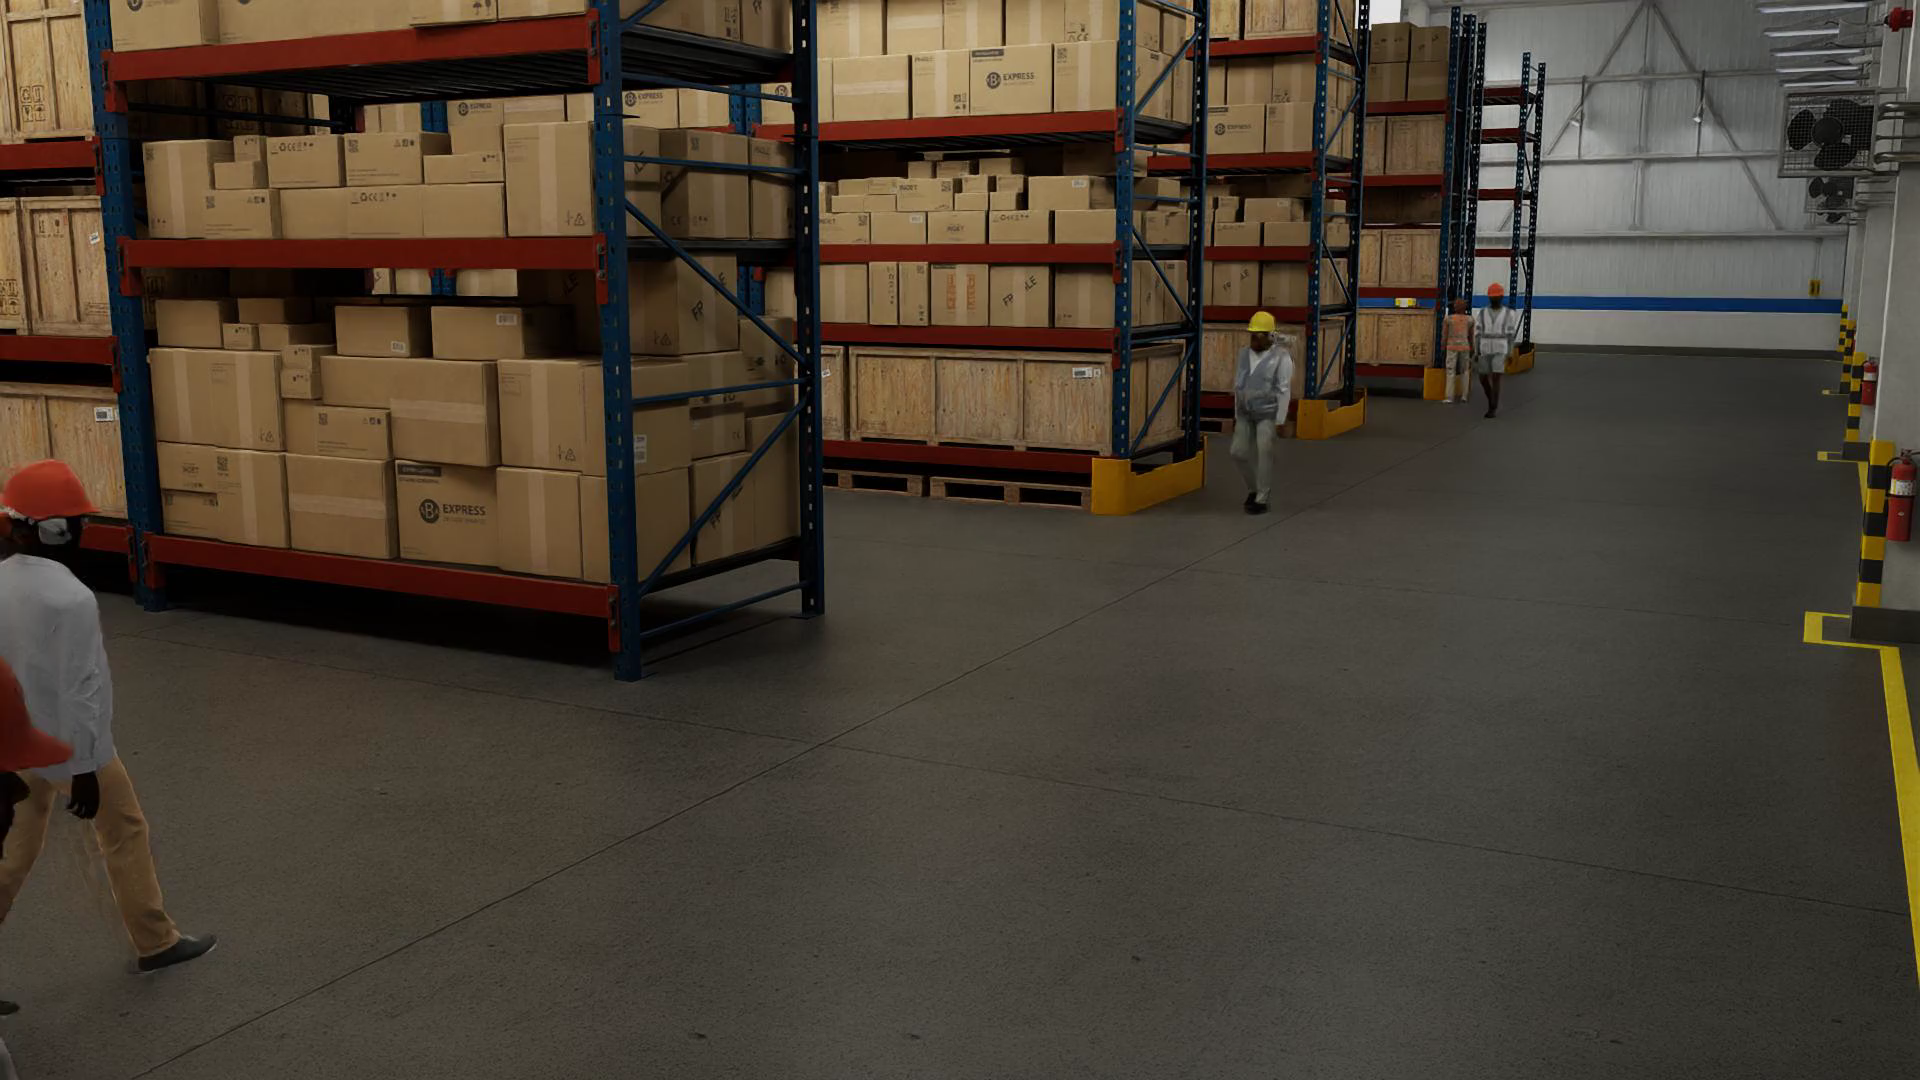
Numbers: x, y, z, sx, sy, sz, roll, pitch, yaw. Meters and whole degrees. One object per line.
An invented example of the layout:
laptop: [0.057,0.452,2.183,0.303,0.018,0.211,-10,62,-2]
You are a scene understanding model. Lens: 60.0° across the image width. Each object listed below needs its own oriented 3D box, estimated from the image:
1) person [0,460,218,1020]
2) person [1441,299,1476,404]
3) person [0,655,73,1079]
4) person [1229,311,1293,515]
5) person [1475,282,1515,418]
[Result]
person: [-2.813,0.606,5.125,0.573,1.714,0.875,6,11,29]
person: [7.735,-2.927,25.847,0.512,1.618,0.467,1,10,6]
person: [-1.265,1.041,1.965,0.589,1.928,0.504,7,12,35]
person: [2.663,-1.124,14.814,0.424,1.818,0.620,-9,13,-43]
person: [7.616,-2.706,23.673,0.553,1.923,0.655,6,11,30]
